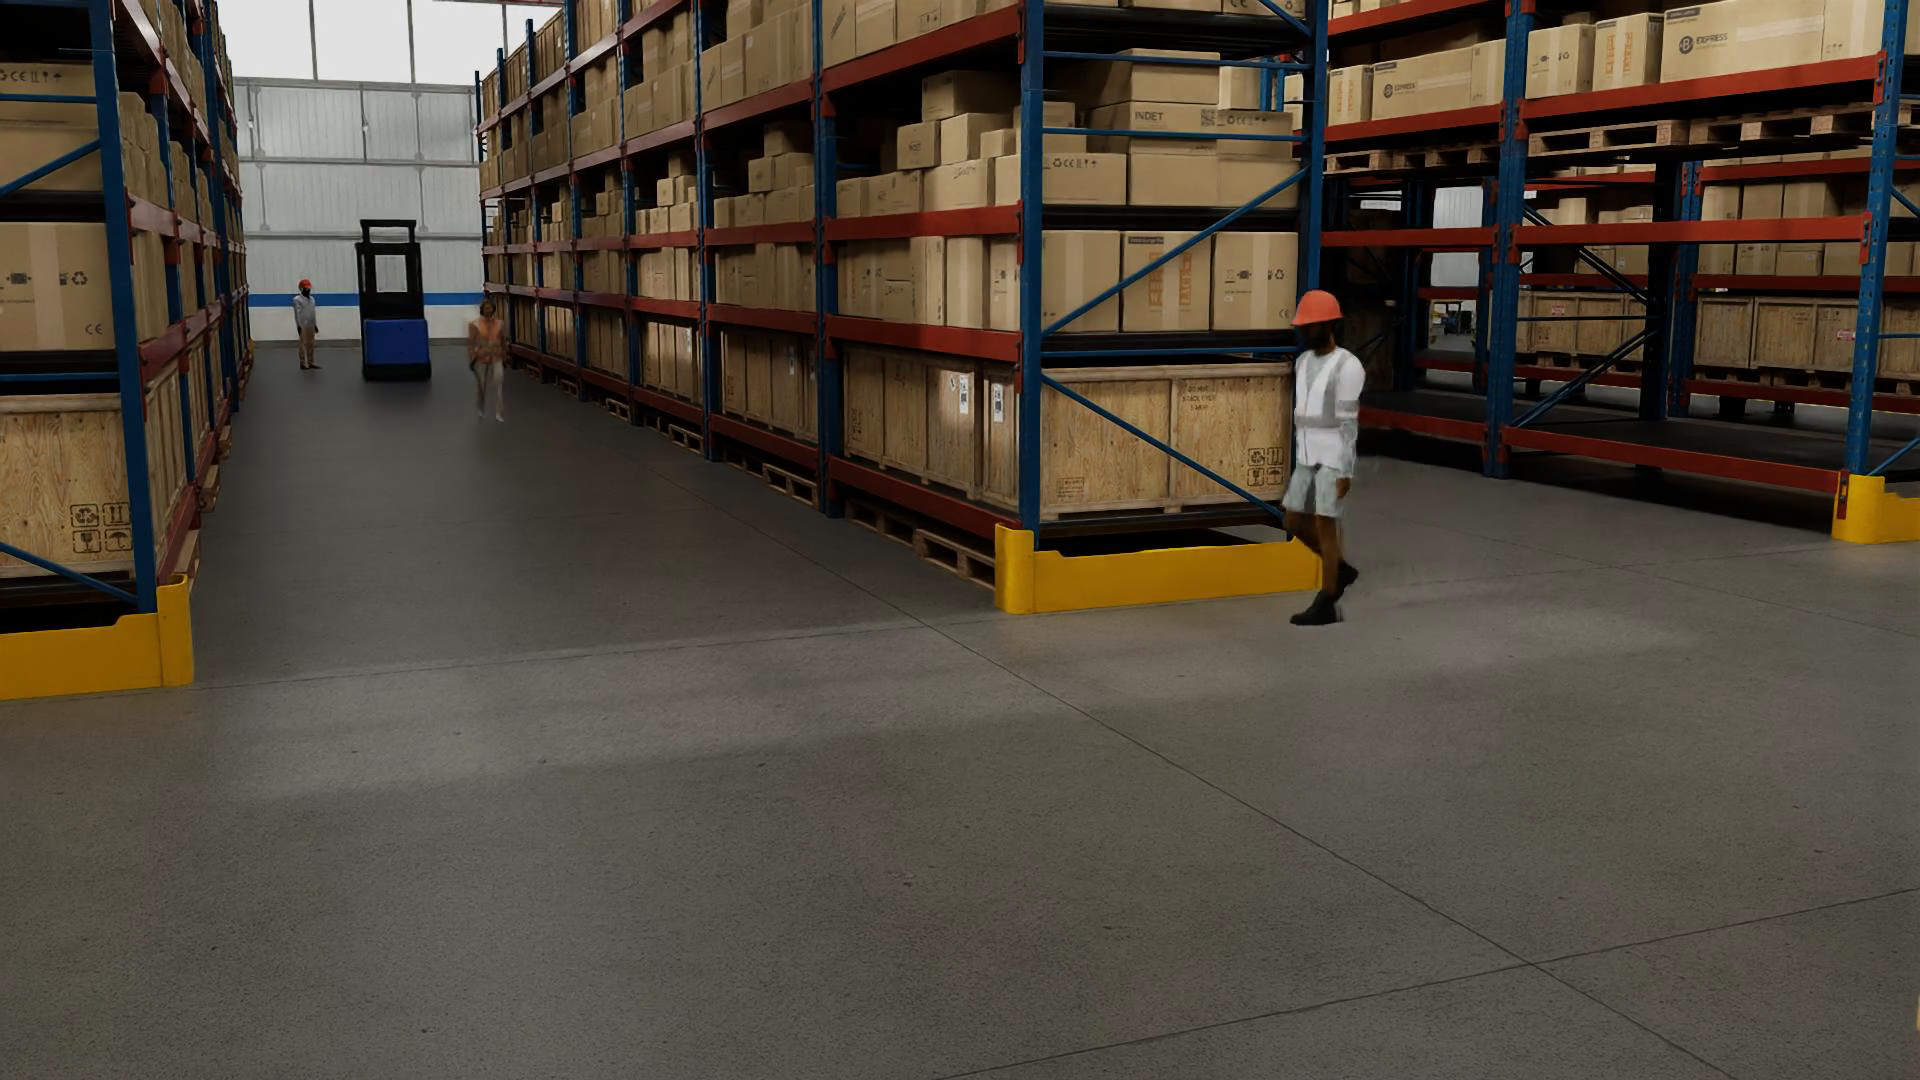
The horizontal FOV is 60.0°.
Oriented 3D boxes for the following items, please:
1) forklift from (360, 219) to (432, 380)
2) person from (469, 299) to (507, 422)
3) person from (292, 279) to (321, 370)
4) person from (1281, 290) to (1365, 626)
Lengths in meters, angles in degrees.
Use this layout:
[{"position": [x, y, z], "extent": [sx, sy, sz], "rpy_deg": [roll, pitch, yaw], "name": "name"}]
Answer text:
[{"position": [-10.058, -4.276, 29.477], "extent": [1.129, 2.768, 1.873], "rpy_deg": [-4, 10, -22], "name": "forklift"}, {"position": [-6.224, -2.375, 21.914], "extent": [0.517, 1.613, 0.809], "rpy_deg": [-5, 11, -26], "name": "person"}, {"position": [-12.675, -4.186, 32.302], "extent": [0.332, 1.750, 0.573], "rpy_deg": [3, 10, 17], "name": "person"}, {"position": [2.095, -0.466, 9.526], "extent": [0.520, 1.920, 0.551], "rpy_deg": [-5, 11, -26], "name": "person"}]
